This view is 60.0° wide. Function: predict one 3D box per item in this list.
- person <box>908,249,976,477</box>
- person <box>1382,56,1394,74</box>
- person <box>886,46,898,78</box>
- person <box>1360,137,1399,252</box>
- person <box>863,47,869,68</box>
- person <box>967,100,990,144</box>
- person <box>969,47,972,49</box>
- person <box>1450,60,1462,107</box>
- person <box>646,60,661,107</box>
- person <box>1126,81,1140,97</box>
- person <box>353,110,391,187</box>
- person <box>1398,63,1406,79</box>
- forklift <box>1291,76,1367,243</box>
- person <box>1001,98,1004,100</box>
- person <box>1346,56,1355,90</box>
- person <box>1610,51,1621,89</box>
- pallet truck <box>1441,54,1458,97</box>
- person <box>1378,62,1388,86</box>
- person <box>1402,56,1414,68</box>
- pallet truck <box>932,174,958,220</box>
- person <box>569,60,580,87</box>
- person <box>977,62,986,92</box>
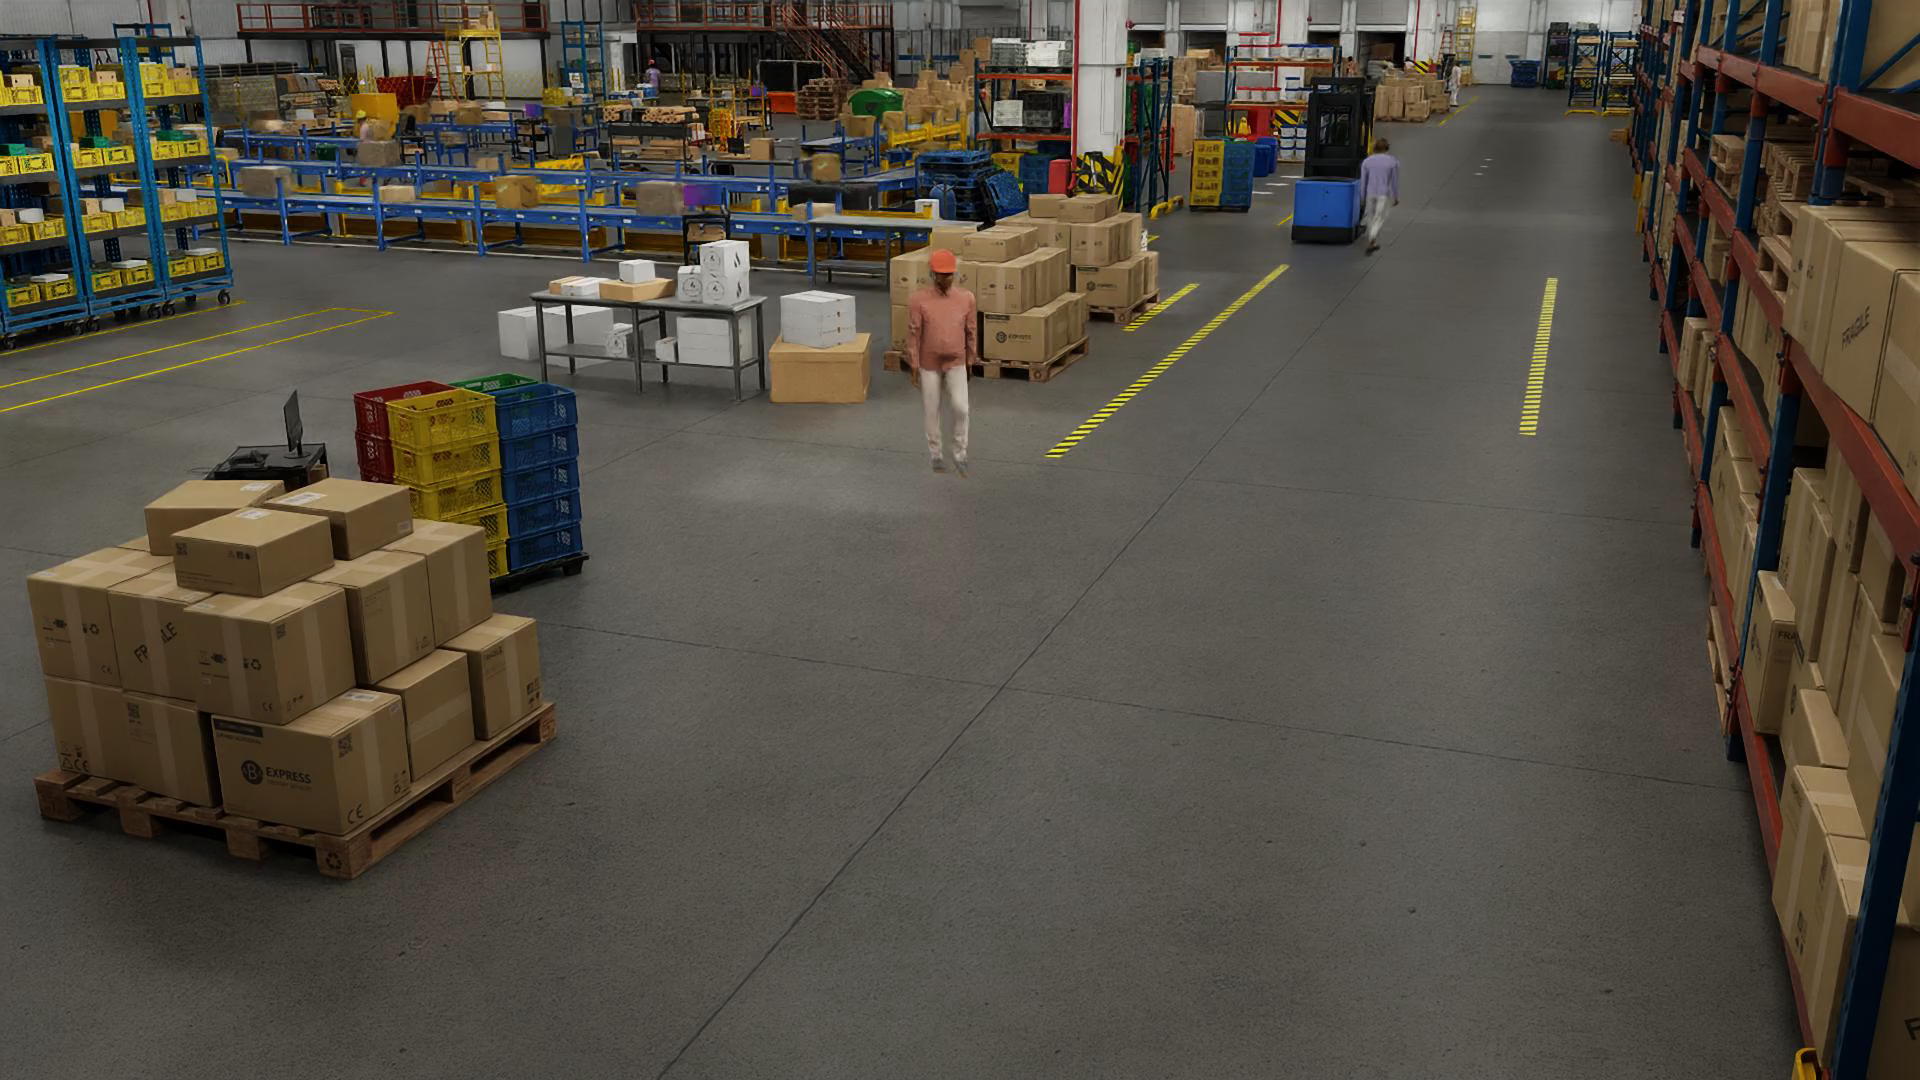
[{"bbox_3d":[-0.137,-1.503,14.353,0.617,1.972,0.710,-3,18,-8],"label":"person"},{"bbox_3d":[19.668,-21.246,76.440,0.372,1.940,0.632,-16,23,-40],"label":"person"},{"bbox_3d":[-4.171,-29.158,101.256,0.769,1.965,0.613,5,18,16],"label":"person"},{"bbox_3d":[6.963,-5.751,27.798,0.636,1.916,0.755,12,21,33],"label":"person"},{"bbox_3d":[-5.705,-28.743,100.166,0.430,1.838,0.619,7,19,22],"label":"person"},{"bbox_3d":[0.530,-10.097,41.632,0.617,1.796,0.839,7,19,20],"label":"person"},{"bbox_3d":[0.567,-27.525,96.175,0.369,1.933,0.551,13,22,35],"label":"person"},{"bbox_3d":[20.955,-19.279,70.265,0.379,1.937,0.629,-1,18,-2],"label":"person"},{"bbox_3d":[-12.372,-18.324,67.106,0.605,2.034,0.397,-10,20,-29],"label":"person"},{"bbox_3d":[6.330,-16.778,62.236,0.686,2.000,0.990,-13,22,-35],"label":"person"},{"bbox_3d":[-13.634,-9.023,38.364,0.804,1.736,0.531,-5,18,-14],"label":"person"},{"bbox_3d":[18.165,-18.659,68.463,0.418,1.855,0.527,-4,18,-12],"label":"person"},{"bbox_3d":[6.598,-6.755,29.381,1.129,2.768,1.873,6,19,19],"label":"forklift"},{"bbox_3d":[1.075,-11.139,45.131,0.525,1.663,0.850,8,19,23],"label":"person"},{"bbox_3d":[20.025,-23.975,85.414,0.530,1.692,0.322,-14,22,-36],"label":"person"},{"bbox_3d":[33.523,-24.008,85.112,0.545,1.943,0.347,3,18,8],"label":"person"},{"bbox_3d":[22.765,-21.886,78.355,0.823,1.965,1.885,-4,18,-14],"label":"pallet truck"},{"bbox_3d":[19.219,-20.787,75.387,0.489,1.693,0.913,-12,21,-33],"label":"person"},{"bbox_3d":[21.356,-22.199,79.593,0.621,1.845,0.429,-3,18,-10],"label":"person"},{"bbox_3d":[-0.507,-5.292,27.348,0.653,1.274,1.630,6,19,19],"label":"pallet truck"},{"bbox_3d":[-16.805,-19.995,72.597,0.355,1.885,0.576,11,21,32],"label":"person"},{"bbox_3d":[0.811,-17.935,65.947,0.396,1.992,0.623,-2,18,-7],"label":"person"}]
